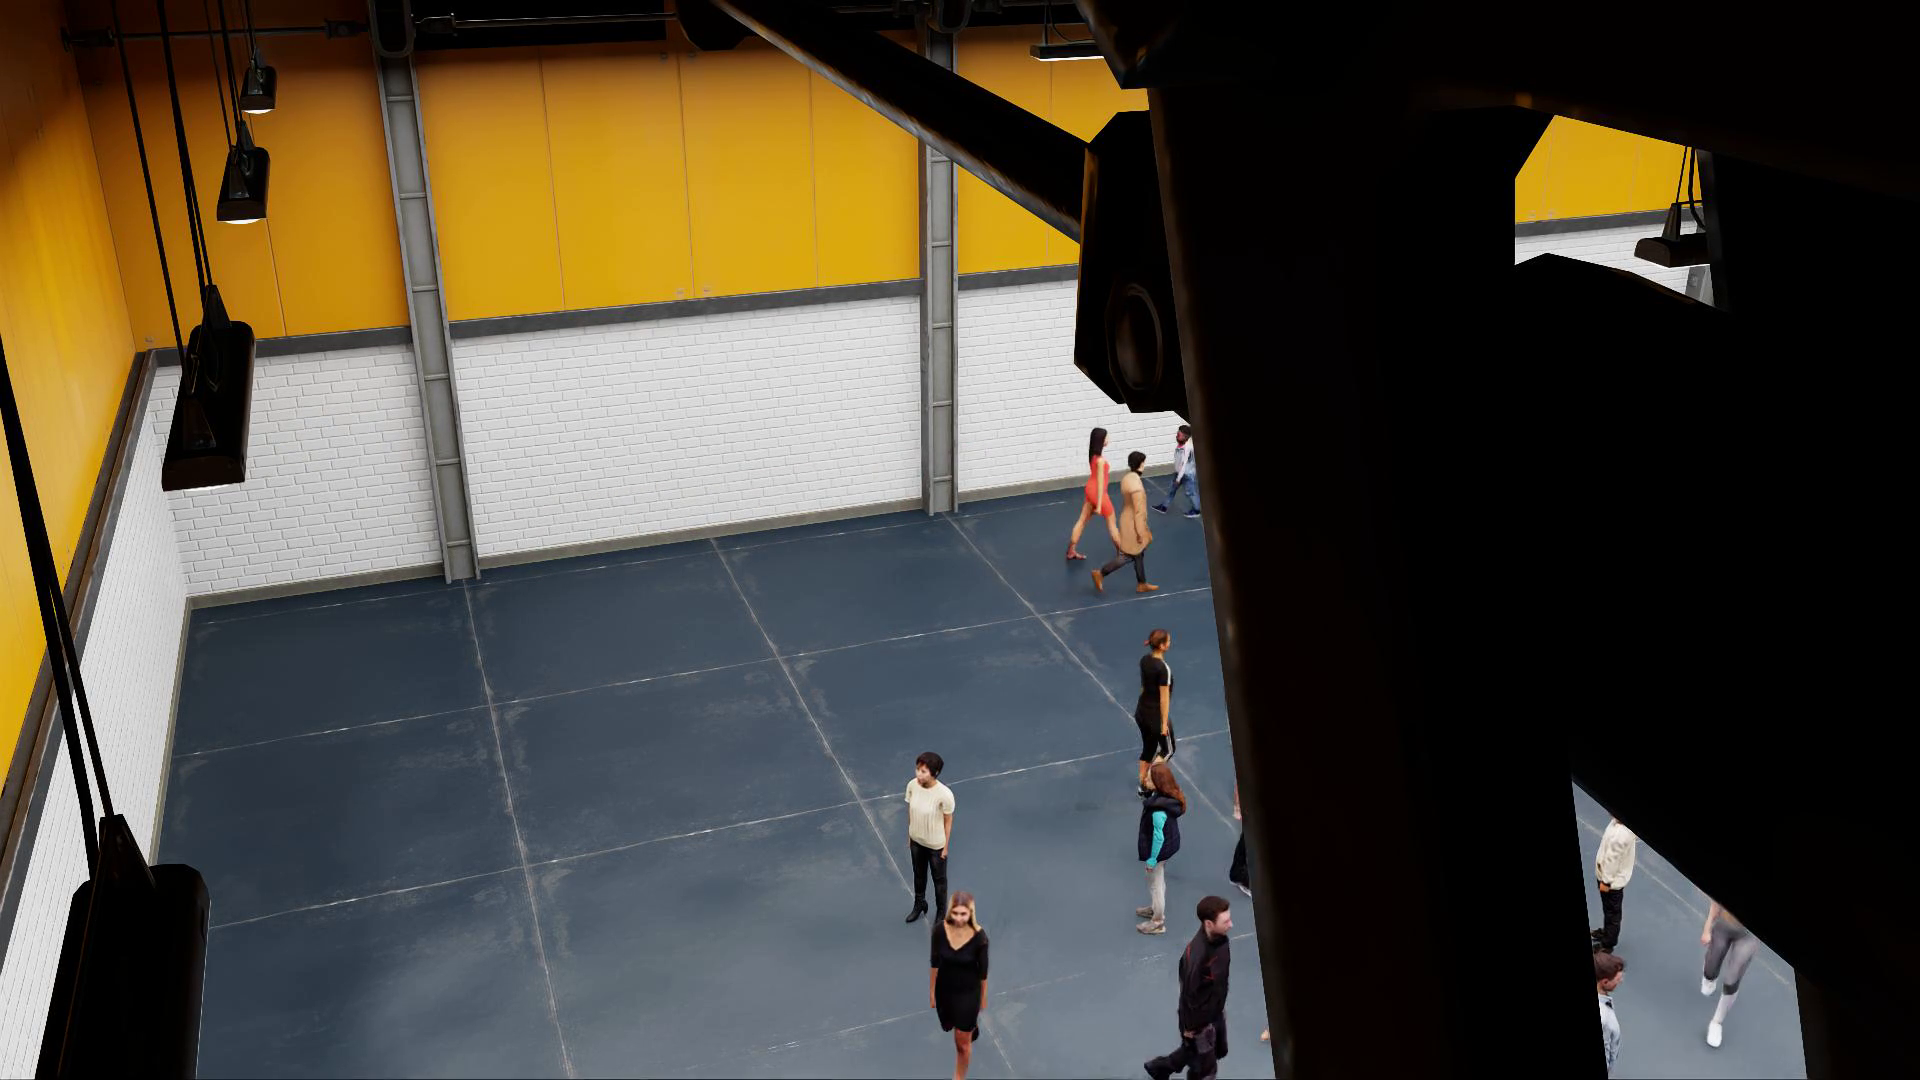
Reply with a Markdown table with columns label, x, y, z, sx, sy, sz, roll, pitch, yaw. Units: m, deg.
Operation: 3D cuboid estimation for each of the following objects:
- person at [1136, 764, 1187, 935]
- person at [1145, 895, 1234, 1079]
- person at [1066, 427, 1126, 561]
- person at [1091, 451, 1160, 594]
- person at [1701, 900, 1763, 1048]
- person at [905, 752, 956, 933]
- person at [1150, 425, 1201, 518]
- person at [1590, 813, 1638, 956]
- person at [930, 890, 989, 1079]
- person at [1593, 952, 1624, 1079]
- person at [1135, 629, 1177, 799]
| label | x | y | z | sx | sy | sz | roll | pitch | yaw |
| --- | --- | --- | --- | --- | --- | --- | --- | --- | --- |
| person | 1.565 | 2.440 | 13.233 | 0.714 | 1.500 | 0.679 | 3 | 24 | 7 |
| person | 1.565 | 3.144 | 11.126 | 1.076 | 1.898 | 1.024 | 12 | 26 | 25 |
| person | 1.546 | -0.501 | 19.754 | 1.108 | 1.665 | 0.602 | -8 | 25 | -17 |
| person | 1.876 | -0.148 | 18.931 | 1.096 | 1.678 | 0.798 | -2 | 24 | -6 |
| person | 5.628 | 2.830 | 12.102 | 0.909 | 1.691 | 0.969 | 10 | 25 | 21 |
| person | -0.245 | 2.386 | 13.248 | 0.655 | 1.587 | 0.664 | 16 | 28 | 32 |
| person | 2.905 | -0.860 | 21.124 | 0.900 | 1.227 | 0.617 | -3 | 24 | -6 |
| person | 5.111 | 2.587 | 12.956 | 0.695 | 1.452 | 0.640 | 10 | 26 | 22 |
| person | 0.005 | 3.106 | 11.518 | 0.993 | 1.654 | 0.998 | 7 | 25 | 17 |
| person | 3.970 | 3.401 | 10.600 | 0.690 | 1.847 | 0.719 | 1 | 24 | 2 |
| person | 1.669 | 1.596 | 14.974 | 0.613 | 1.652 | 0.639 | -9 | 25 | -20 |
